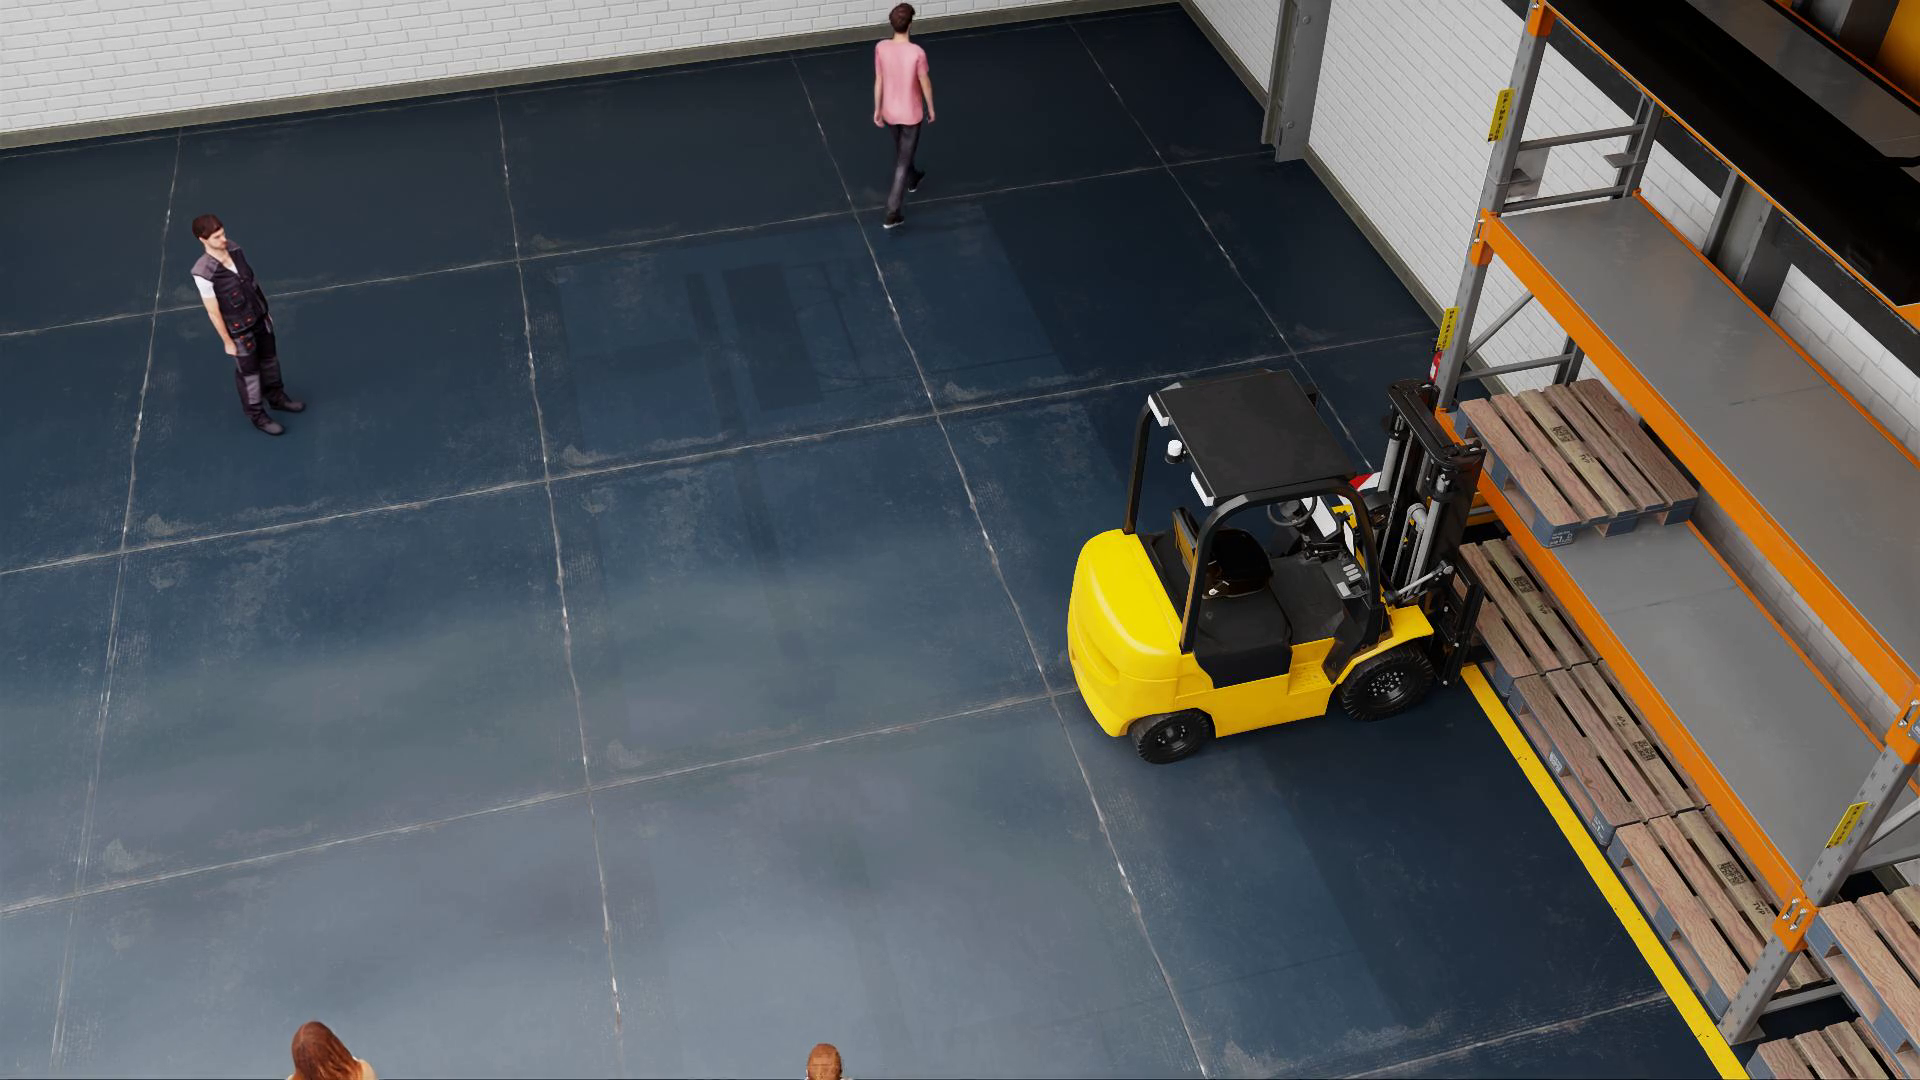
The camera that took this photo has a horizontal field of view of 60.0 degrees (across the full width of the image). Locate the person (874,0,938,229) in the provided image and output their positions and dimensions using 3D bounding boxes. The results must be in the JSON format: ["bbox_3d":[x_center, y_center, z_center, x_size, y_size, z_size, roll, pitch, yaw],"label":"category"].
[{"bbox_3d":[-0.532,-3.603,14.342,1.137,1.906,1.303,16,46,16],"label":"person"}]

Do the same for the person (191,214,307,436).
[{"bbox_3d":[-5.317,-1.612,12.294,0.792,1.846,0.679,10,45,11],"label":"person"}]

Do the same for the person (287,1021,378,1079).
[{"bbox_3d":[-2.830,2.770,7.793,0.543,1.712,0.514,-10,45,-11],"label":"person"}]
